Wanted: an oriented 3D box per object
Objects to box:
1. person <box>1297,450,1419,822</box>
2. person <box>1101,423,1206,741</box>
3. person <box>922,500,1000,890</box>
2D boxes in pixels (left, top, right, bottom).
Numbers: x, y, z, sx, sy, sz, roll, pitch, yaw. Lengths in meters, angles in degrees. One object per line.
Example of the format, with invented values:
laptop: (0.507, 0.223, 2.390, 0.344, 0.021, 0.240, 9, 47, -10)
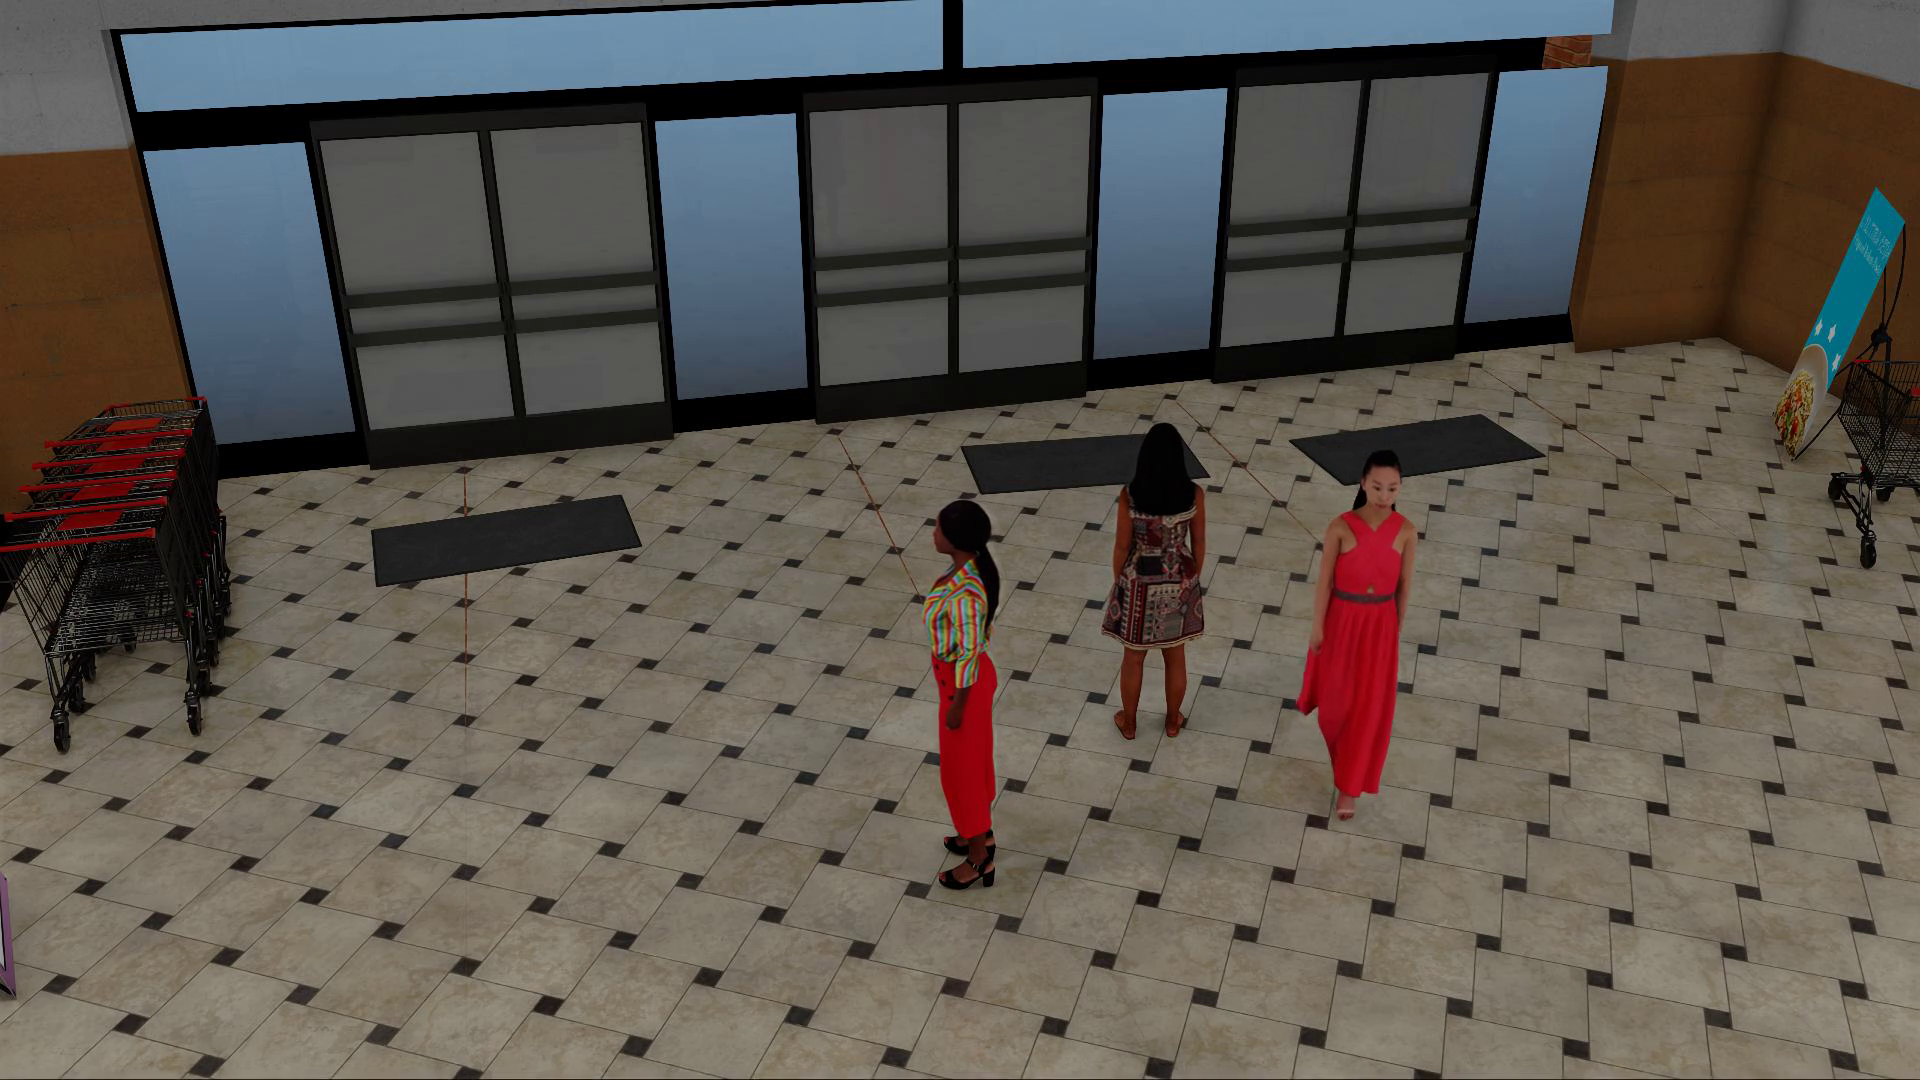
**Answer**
person: (1.763, 0.380, 7.473, 0.831, 1.705, 1.105, 2, 27, 4)
person: (0.930, 0.207, 7.880, 0.692, 1.645, 0.601, -1, 27, -3)
person: (0.024, 0.650, 6.844, 0.727, 1.792, 0.592, 3, 27, 6)
